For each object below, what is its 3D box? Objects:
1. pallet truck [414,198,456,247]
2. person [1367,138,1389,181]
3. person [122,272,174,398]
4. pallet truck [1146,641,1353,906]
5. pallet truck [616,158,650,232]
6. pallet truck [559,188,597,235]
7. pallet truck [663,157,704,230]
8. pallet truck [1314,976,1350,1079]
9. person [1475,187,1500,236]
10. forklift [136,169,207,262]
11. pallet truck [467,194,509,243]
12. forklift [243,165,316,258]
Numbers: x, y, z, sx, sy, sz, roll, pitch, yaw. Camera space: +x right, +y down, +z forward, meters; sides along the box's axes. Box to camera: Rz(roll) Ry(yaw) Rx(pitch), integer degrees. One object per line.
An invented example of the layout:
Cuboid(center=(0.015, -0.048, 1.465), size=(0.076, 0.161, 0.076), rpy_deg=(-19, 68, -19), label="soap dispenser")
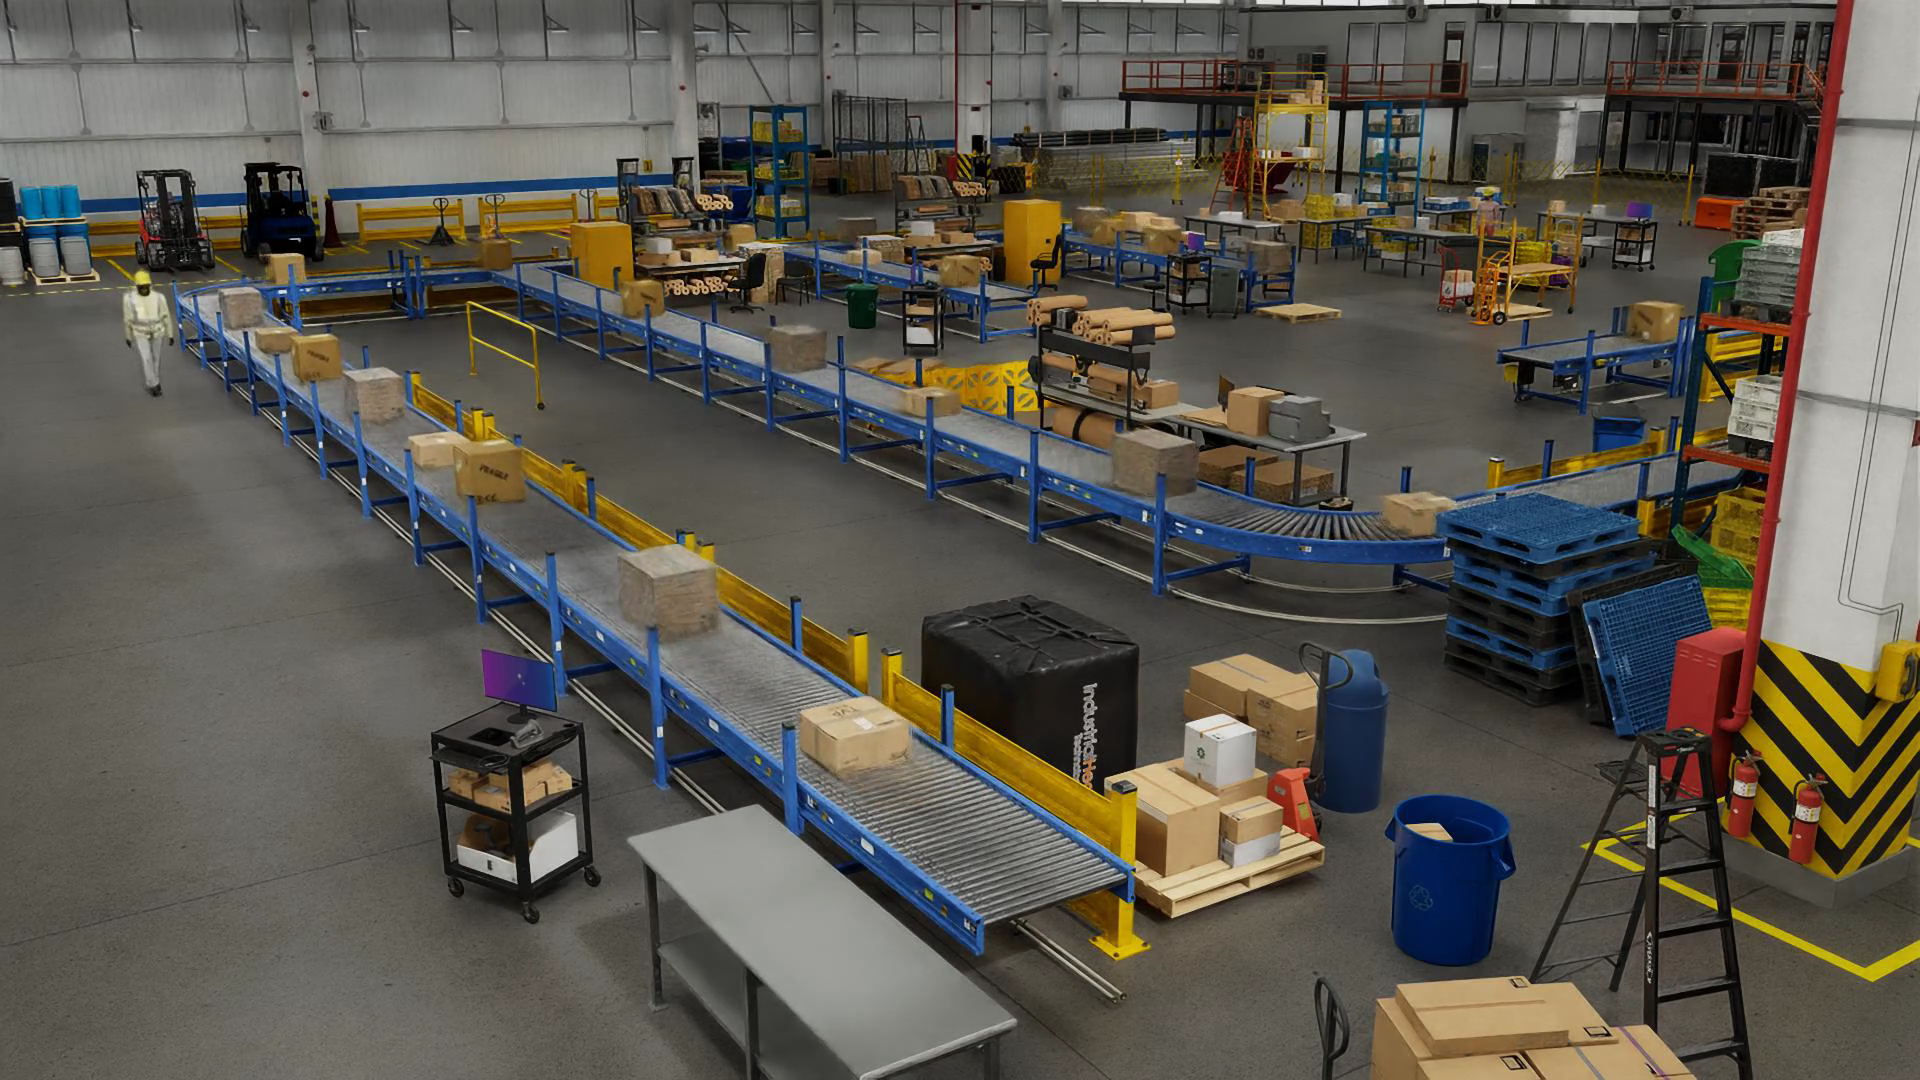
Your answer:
Cuboid(center=(-13.250, -8.060, 41.856), size=(0.680, 1.201, 1.601), rpy_deg=(-10, 20, -31), label="pallet truck")
Cuboid(center=(15.248, -13.981, 60.498), size=(0.578, 1.861, 0.783), rpy_deg=(-11, 20, -32), label="person")
Cuboid(center=(-11.670, -2.971, 23.965), size=(0.614, 1.782, 0.953), rpy_deg=(-11, 20, -33), label="person")
Cuboid(center=(1.664, 1.407, 10.232), size=(1.630, 1.274, 0.653), rpy_deg=(-10, 20, -31), label="pallet truck")
Cuboid(center=(-8.918, -9.176, 44.255), size=(0.823, 1.965, 1.885), rpy_deg=(-9, 19, -27), label="pallet truck")
Cuboid(center=(-10.010, -8.652, 43.699), size=(0.653, 1.274, 1.630), rpy_deg=(-10, 20, -31), label="pallet truck")
Cuboid(center=(-7.586, -9.308, 44.692), size=(0.823, 1.965, 1.885), rpy_deg=(-11, 20, -33), label="pallet truck")
Cuboid(center=(2.299, 2.390, 7.086), size=(1.601, 1.201, 0.680), rpy_deg=(-2, 17, -7), label="pallet truck")
Cuboid(center=(11.994, -7.147, 37.913), size=(0.522, 1.760, 0.330), rpy_deg=(14, 21, 38), label="person")
Cuboid(center=(-17.842, -7.318, 37.559), size=(1.157, 1.987, 2.680), rpy_deg=(-10, 20, -31), label="forklift")
Cuboid(center=(-11.983, -8.177, 42.137), size=(0.704, 1.261, 1.522), rpy_deg=(-11, 20, -33), label="pallet truck")
Cuboid(center=(-15.898, -7.669, 38.708), size=(1.157, 1.987, 2.680), rpy_deg=(-11, 20, -33), label="forklift")
